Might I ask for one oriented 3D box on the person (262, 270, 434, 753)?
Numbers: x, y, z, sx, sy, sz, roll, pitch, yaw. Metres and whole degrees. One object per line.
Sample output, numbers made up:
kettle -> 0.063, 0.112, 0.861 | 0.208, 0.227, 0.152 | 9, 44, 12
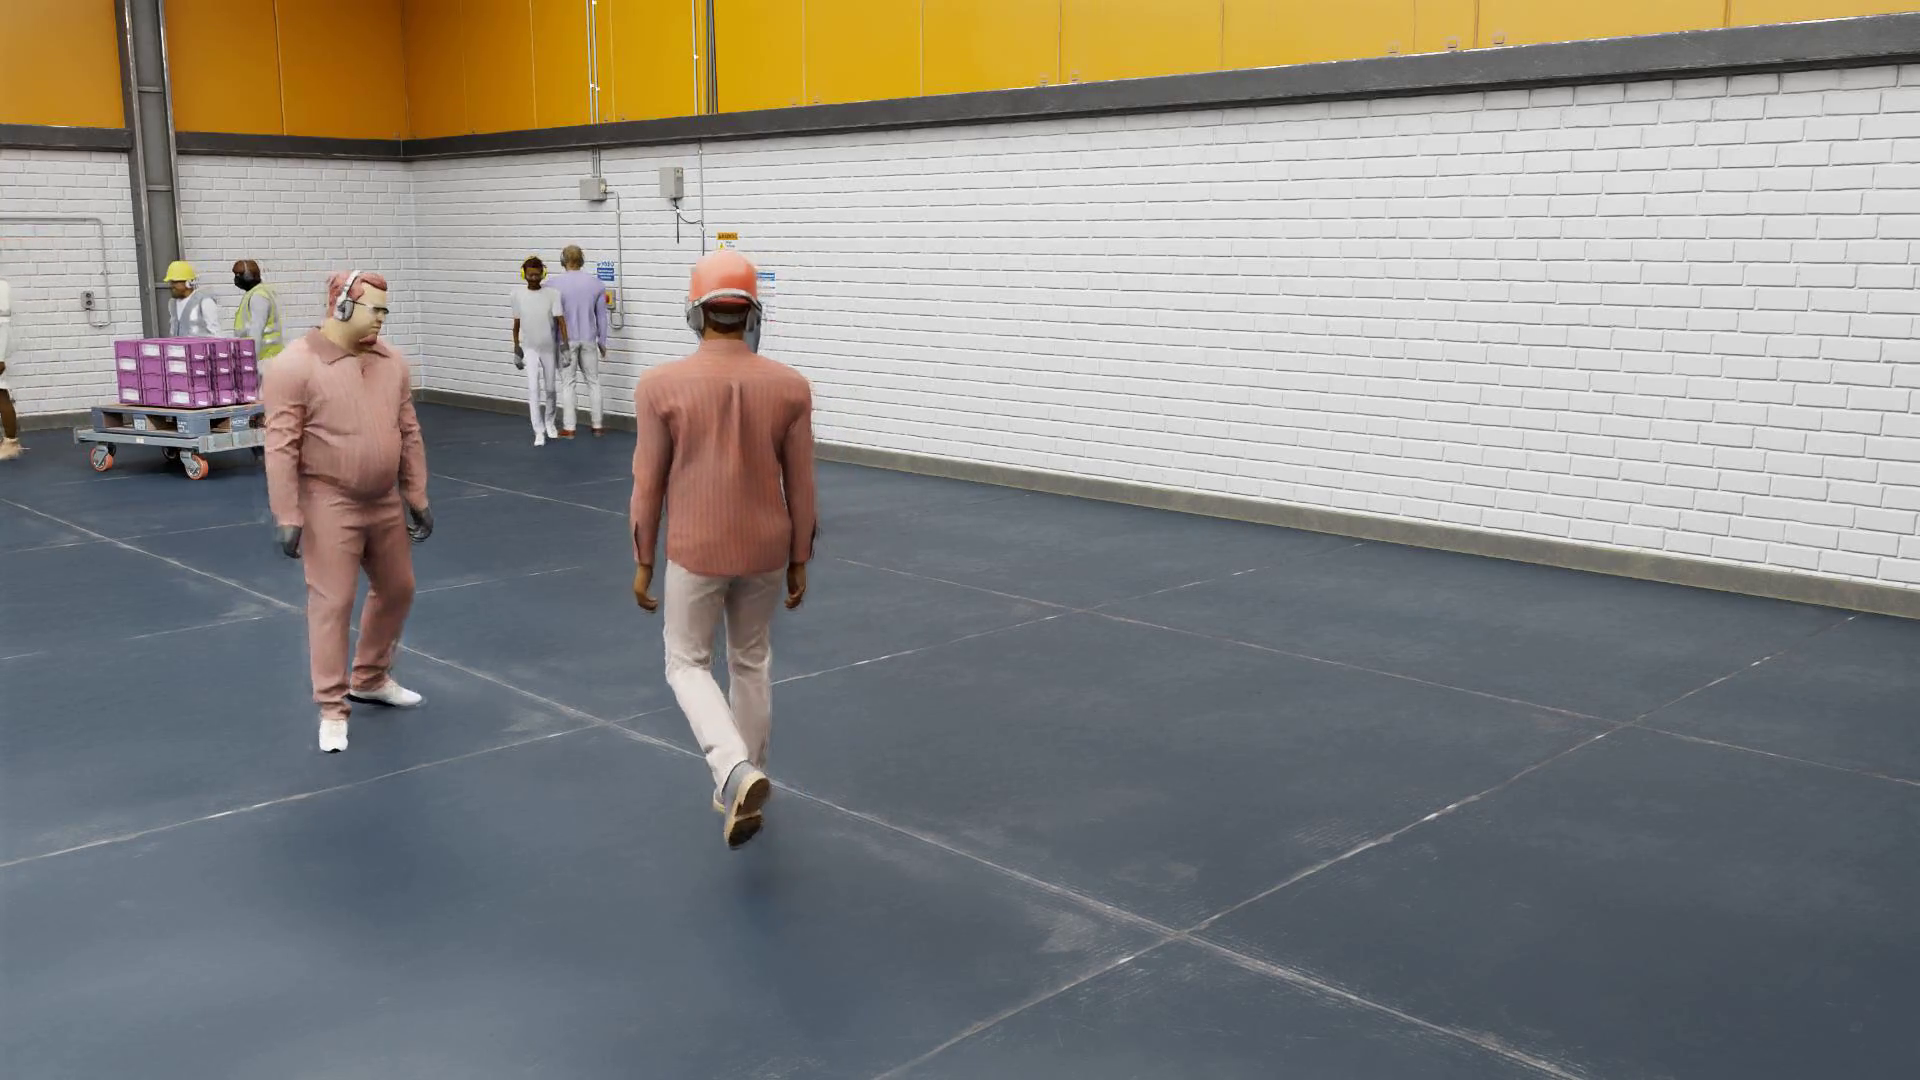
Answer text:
person -> -2.469, -0.142, 6.757 | 0.464, 1.883, 0.805 | 5, 12, 26

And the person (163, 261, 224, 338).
person -> -7.306, -1.757, 15.871 | 0.614, 1.778, 0.789 | 7, 12, 32

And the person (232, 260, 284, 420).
person -> -6.735, -1.785, 15.980 | 0.942, 1.796, 0.643 | -6, 12, -30

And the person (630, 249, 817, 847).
person -> -0.746, 0.045, 5.464 | 0.619, 1.979, 0.706 | -5, 12, -26

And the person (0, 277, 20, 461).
person -> -8.668, -1.680, 14.808 | 0.658, 2.004, 0.516 | 5, 12, 27

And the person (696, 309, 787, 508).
person -> -1.544, -0.990, 11.361 | 0.998, 1.897, 0.644 | 8, 13, 36

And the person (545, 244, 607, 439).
person -> -3.829, -1.979, 16.611 | 0.636, 1.938, 0.357 | -7, 12, -33

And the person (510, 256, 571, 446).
person -> -4.111, -1.869, 16.316 | 0.548, 1.832, 0.870 | -3, 11, -16
